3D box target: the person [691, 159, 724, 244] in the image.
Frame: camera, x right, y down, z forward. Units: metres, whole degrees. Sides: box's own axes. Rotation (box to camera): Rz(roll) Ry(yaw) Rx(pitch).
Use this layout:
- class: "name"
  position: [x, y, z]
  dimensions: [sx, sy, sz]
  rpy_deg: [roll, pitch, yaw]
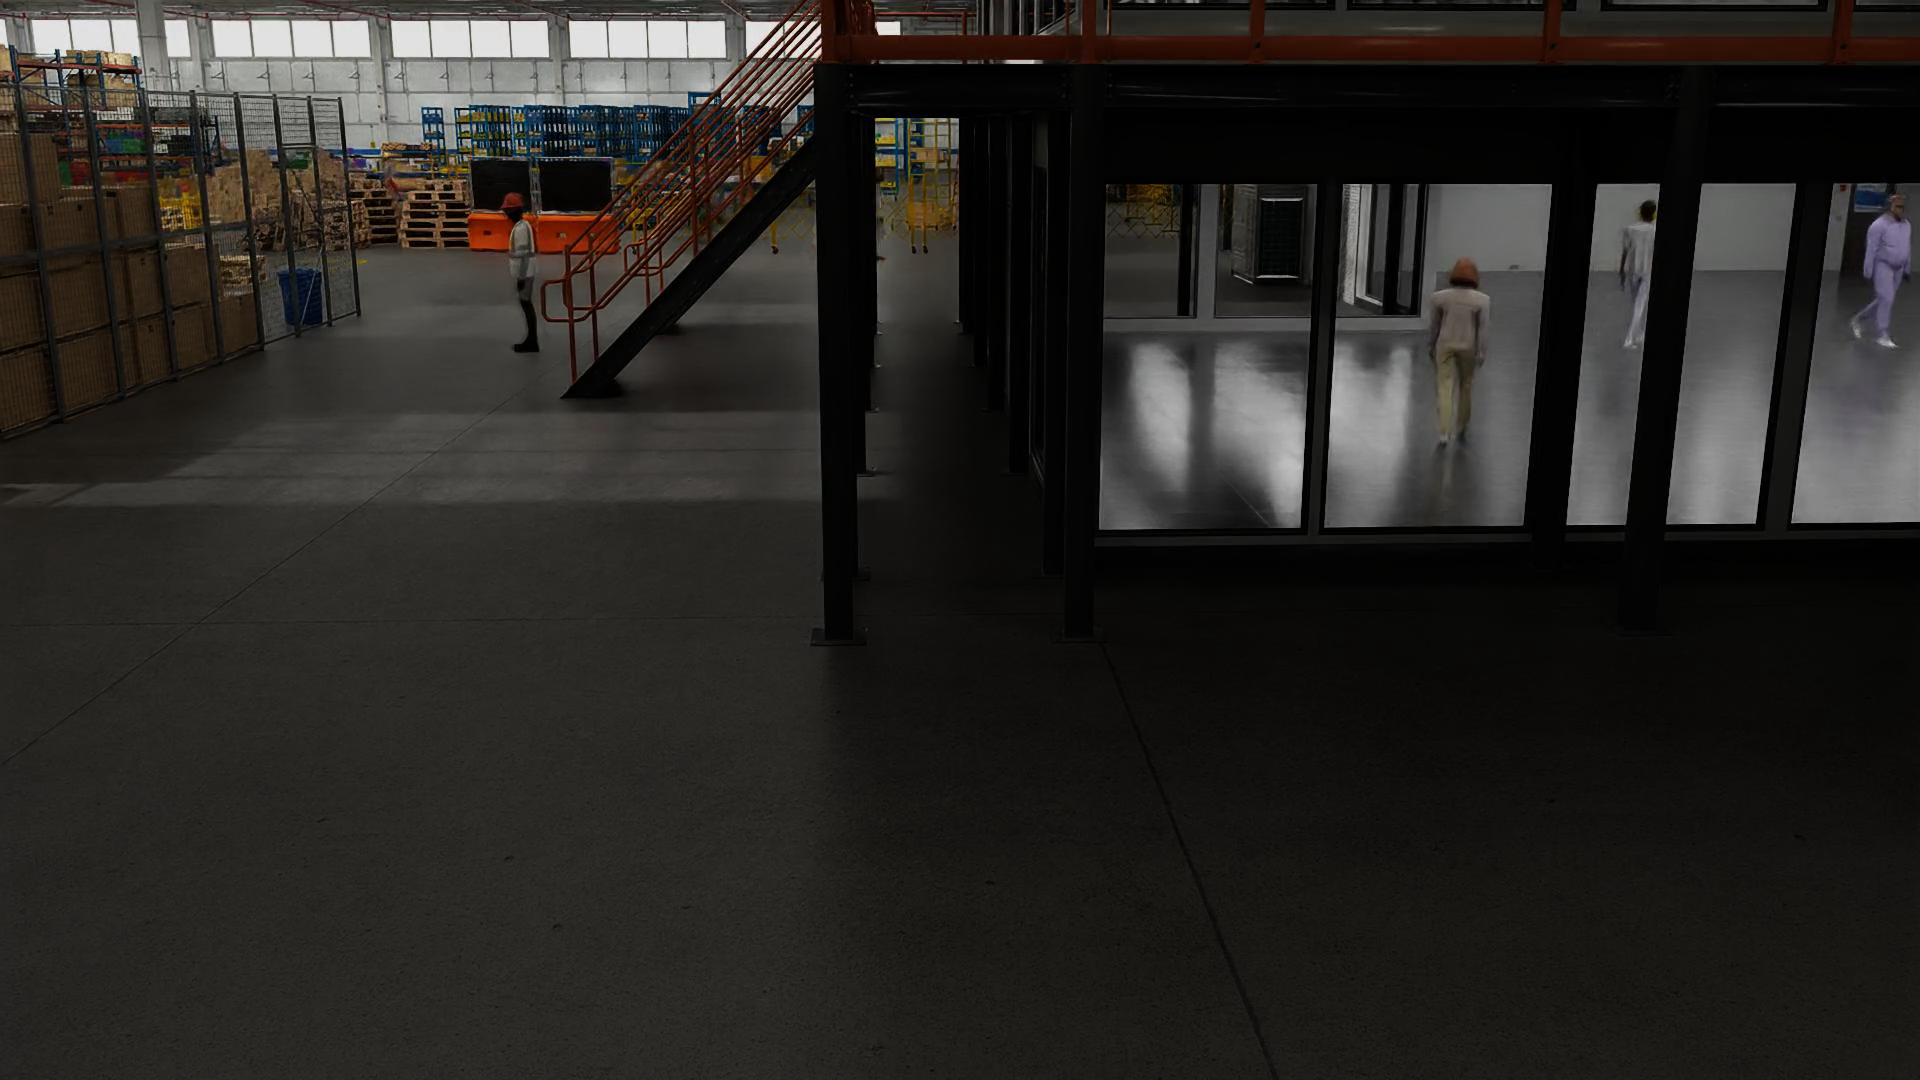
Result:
- class: "person"
  position: [-5.768, -7.826, 38.431]
  dimensions: [1.060, 1.996, 0.613]
  rpy_deg: [9, 16, 31]

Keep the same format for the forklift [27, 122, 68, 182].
- class: "forklift"
  position: [-35.376, -14.773, 64.377]
  dimensions: [1.129, 2.768, 1.873]
  rpy_deg: [-1, 14, -2]

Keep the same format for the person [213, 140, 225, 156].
- class: "person"
  position: [-38.215, -19.639, 85.761]
  dimensions: [0.898, 1.928, 0.687]
  rpy_deg: [9, 17, 32]

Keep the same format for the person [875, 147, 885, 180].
- class: "person"
  position: [-3.701, -17.075, 75.797]
  dimensions: [0.921, 1.790, 0.592]
  rpy_deg: [4, 14, 14]

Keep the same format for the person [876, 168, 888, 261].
- class: "person"
  position: [-1.658, -6.585, 33.713]
  dimensions: [0.413, 1.870, 0.582]
  rpy_deg: [0, 14, -1]

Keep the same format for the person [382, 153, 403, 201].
- class: "person"
  position: [-20.489, -13.002, 59.652]
  dimensions: [0.935, 1.717, 0.540]
  rpy_deg: [-8, 16, -28]

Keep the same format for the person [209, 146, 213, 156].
- class: "person"
  position: [-39.771, -20.188, 87.936]
  dimensions: [0.621, 1.934, 0.633]
  rpy_deg: [-7, 16, -27]

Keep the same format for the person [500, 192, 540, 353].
- class: "person"
  position: [-5.346, -3.247, 20.230]
  dimensions: [0.378, 1.932, 0.551]
  rpy_deg: [-3, 14, -12]
